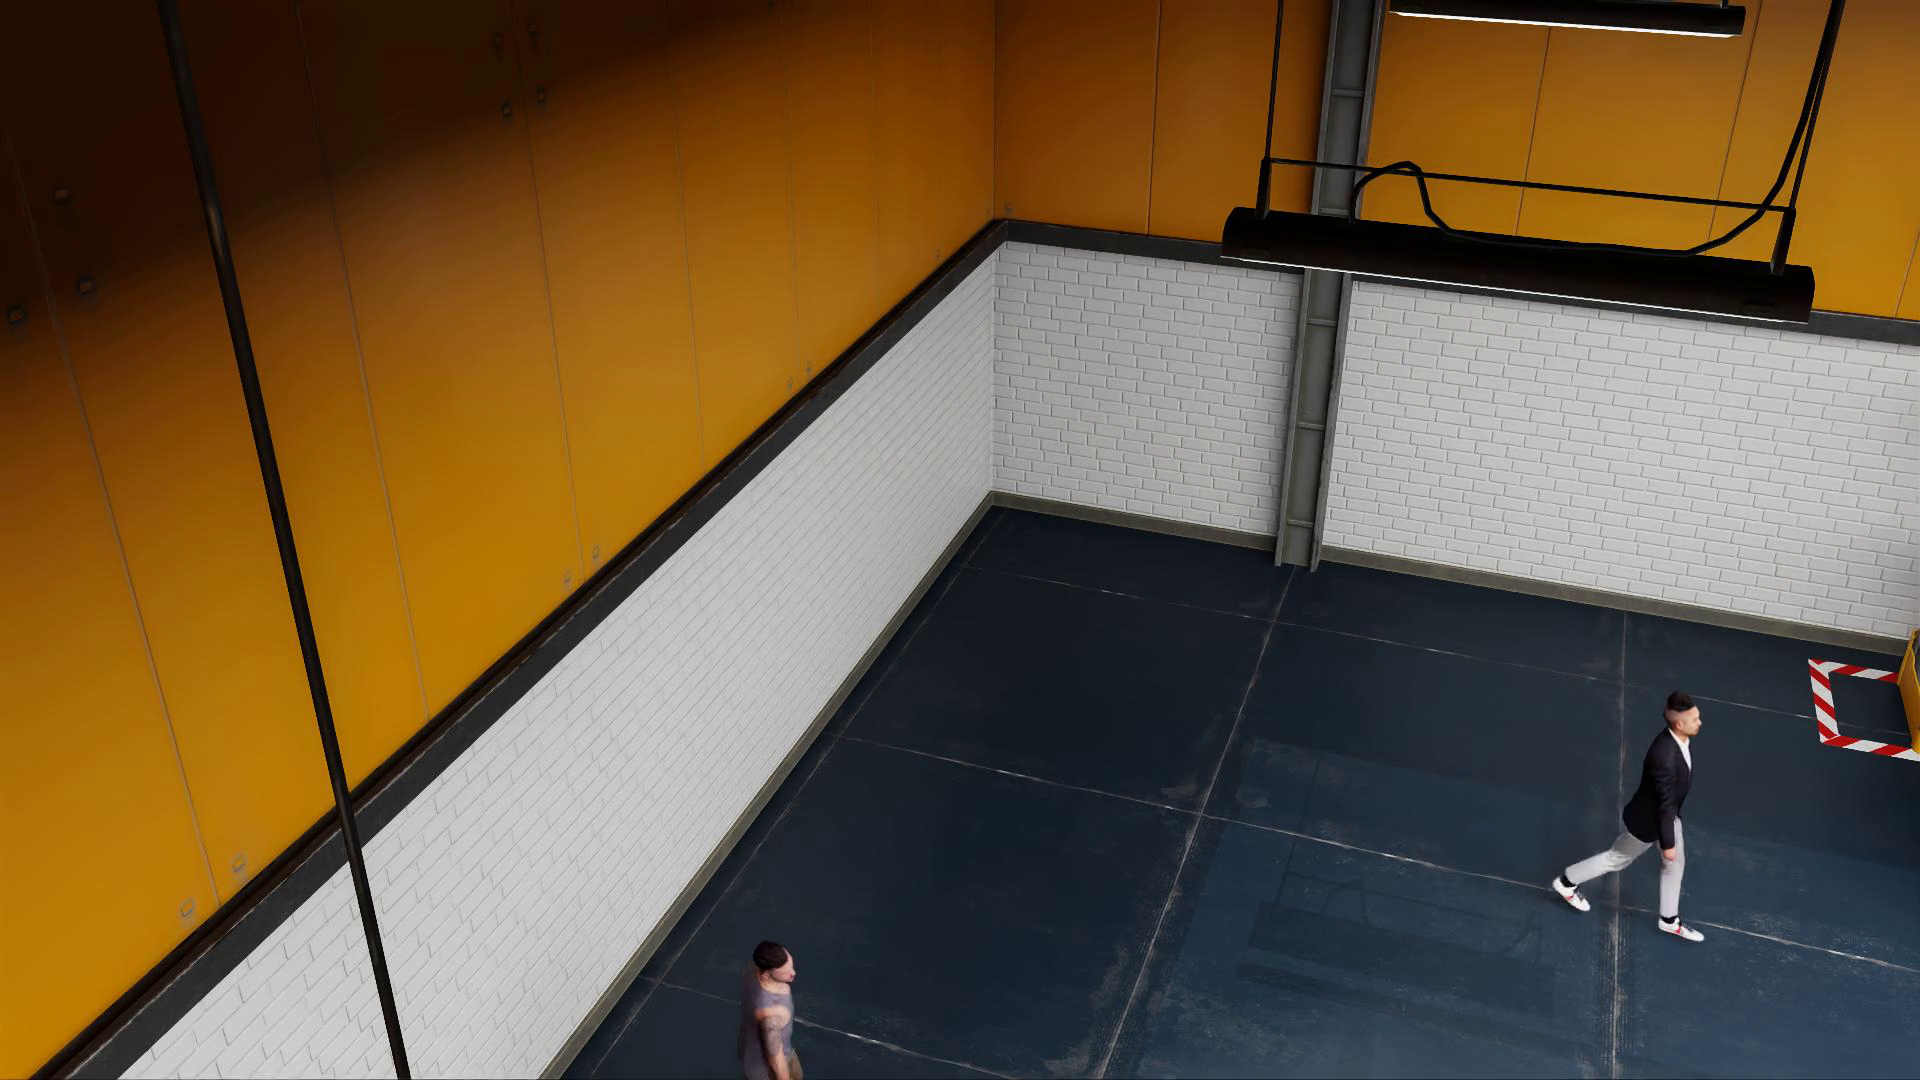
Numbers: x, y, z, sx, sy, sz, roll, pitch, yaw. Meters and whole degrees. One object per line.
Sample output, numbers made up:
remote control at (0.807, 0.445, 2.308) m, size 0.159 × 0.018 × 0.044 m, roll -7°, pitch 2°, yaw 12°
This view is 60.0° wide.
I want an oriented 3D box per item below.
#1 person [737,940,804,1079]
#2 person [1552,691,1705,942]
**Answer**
person at (-1.118, 2.901, 9.358) m, size 0.884 × 1.806 × 0.847 m, roll -13°, pitch 31°, yaw -22°
person at (4.550, 1.824, 11.167) m, size 1.328 × 1.909 × 0.954 m, roll 19°, pitch 34°, yaw 31°
